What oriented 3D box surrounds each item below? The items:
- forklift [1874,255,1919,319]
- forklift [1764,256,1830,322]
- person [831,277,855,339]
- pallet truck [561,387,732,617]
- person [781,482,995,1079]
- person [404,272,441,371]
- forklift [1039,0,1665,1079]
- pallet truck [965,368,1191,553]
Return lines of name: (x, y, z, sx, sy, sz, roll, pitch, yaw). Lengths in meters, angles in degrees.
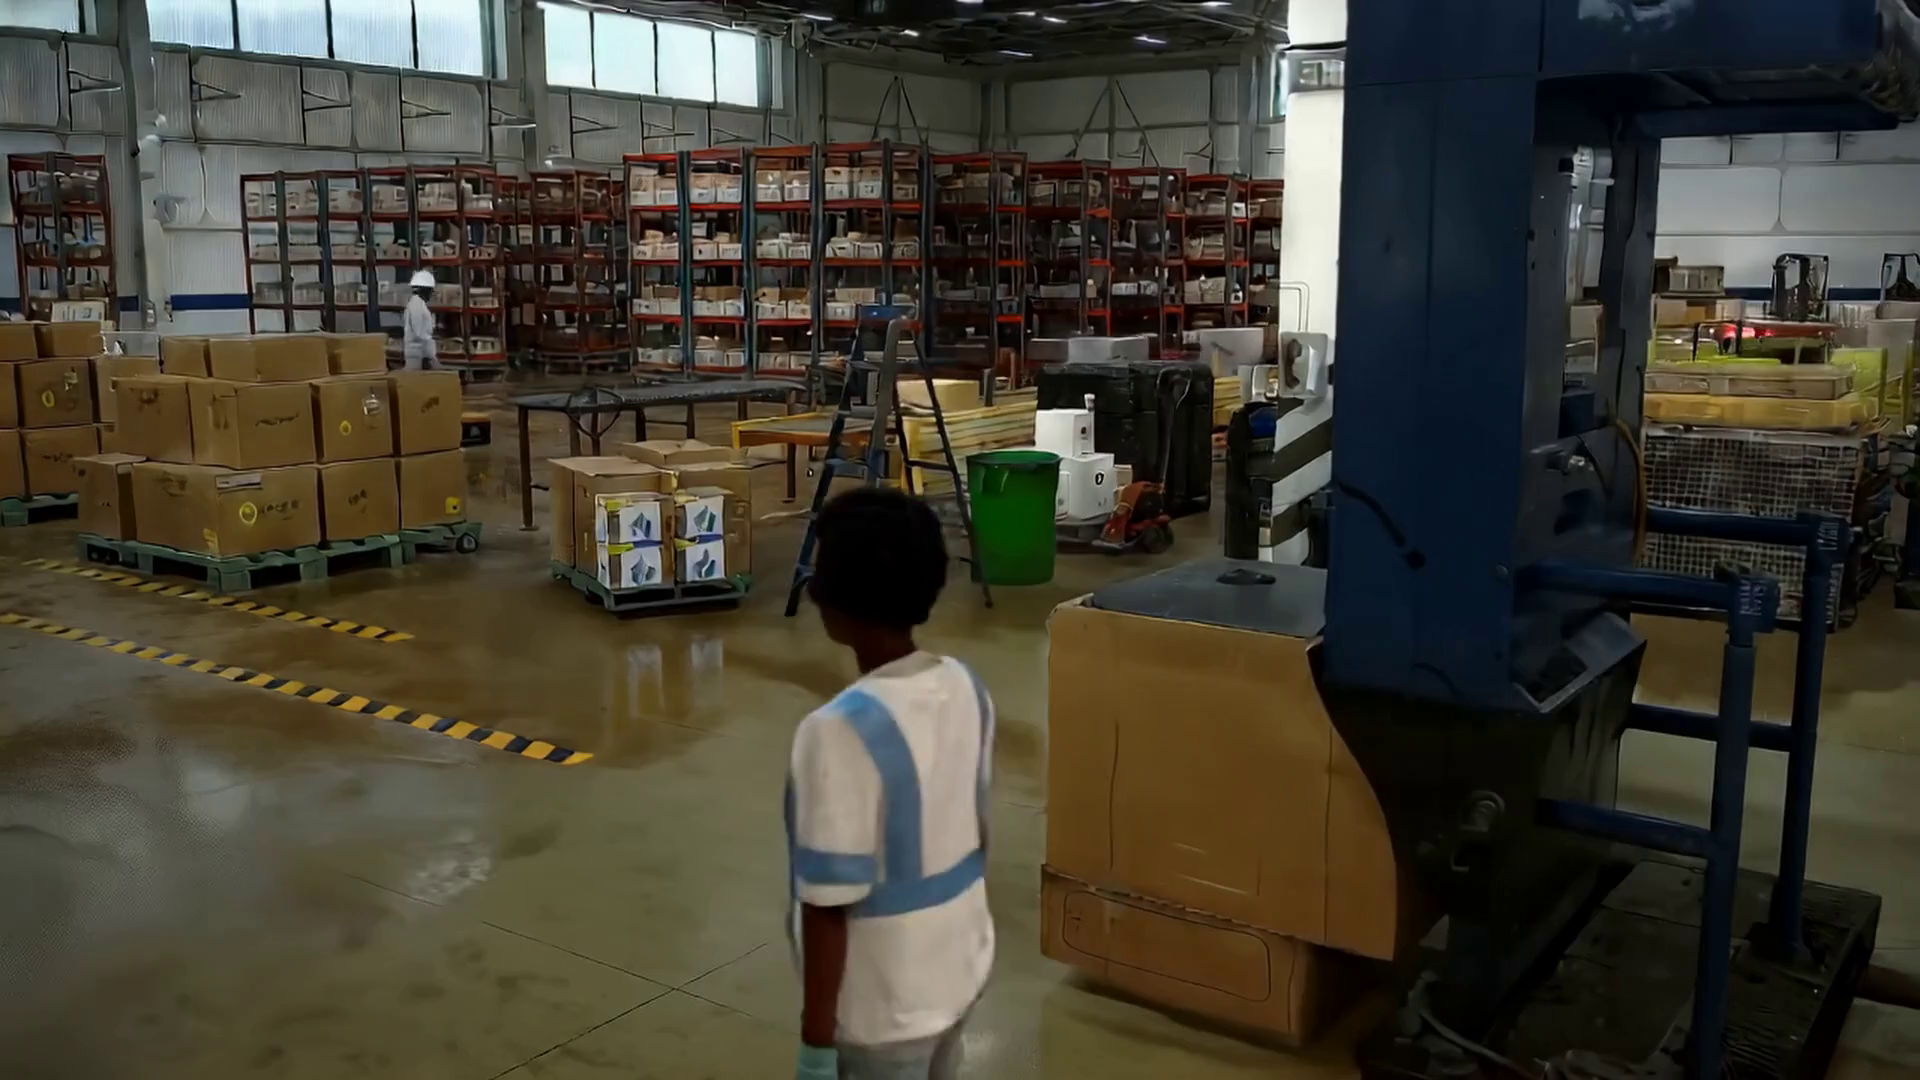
forklift: (22.089, -5.634, 38.796, 1.157, 1.987, 2.680, 6, 11, 33)
forklift: (20.253, -5.854, 40.139, 1.157, 1.987, 2.680, 7, 12, 35)
person: (-1.980, -3.510, 27.791, 0.963, 1.757, 0.631, 8, 12, 38)
pallet truck: (-1.981, -0.274, 10.088, 0.680, 1.201, 1.601, -5, 11, -28)
person: (-0.044, 0.742, 2.734, 0.738, 1.672, 0.539, 4, 10, 24)
person: (-6.247, -2.160, 19.357, 1.023, 1.893, 0.613, -1, 10, -7)
forklift: (1.249, -0.137, 4.360, 1.873, 2.768, 1.129, 7, 12, 35)
pallet truck: (0.845, -0.609, 11.869, 1.630, 1.274, 0.653, 7, 12, 35)
